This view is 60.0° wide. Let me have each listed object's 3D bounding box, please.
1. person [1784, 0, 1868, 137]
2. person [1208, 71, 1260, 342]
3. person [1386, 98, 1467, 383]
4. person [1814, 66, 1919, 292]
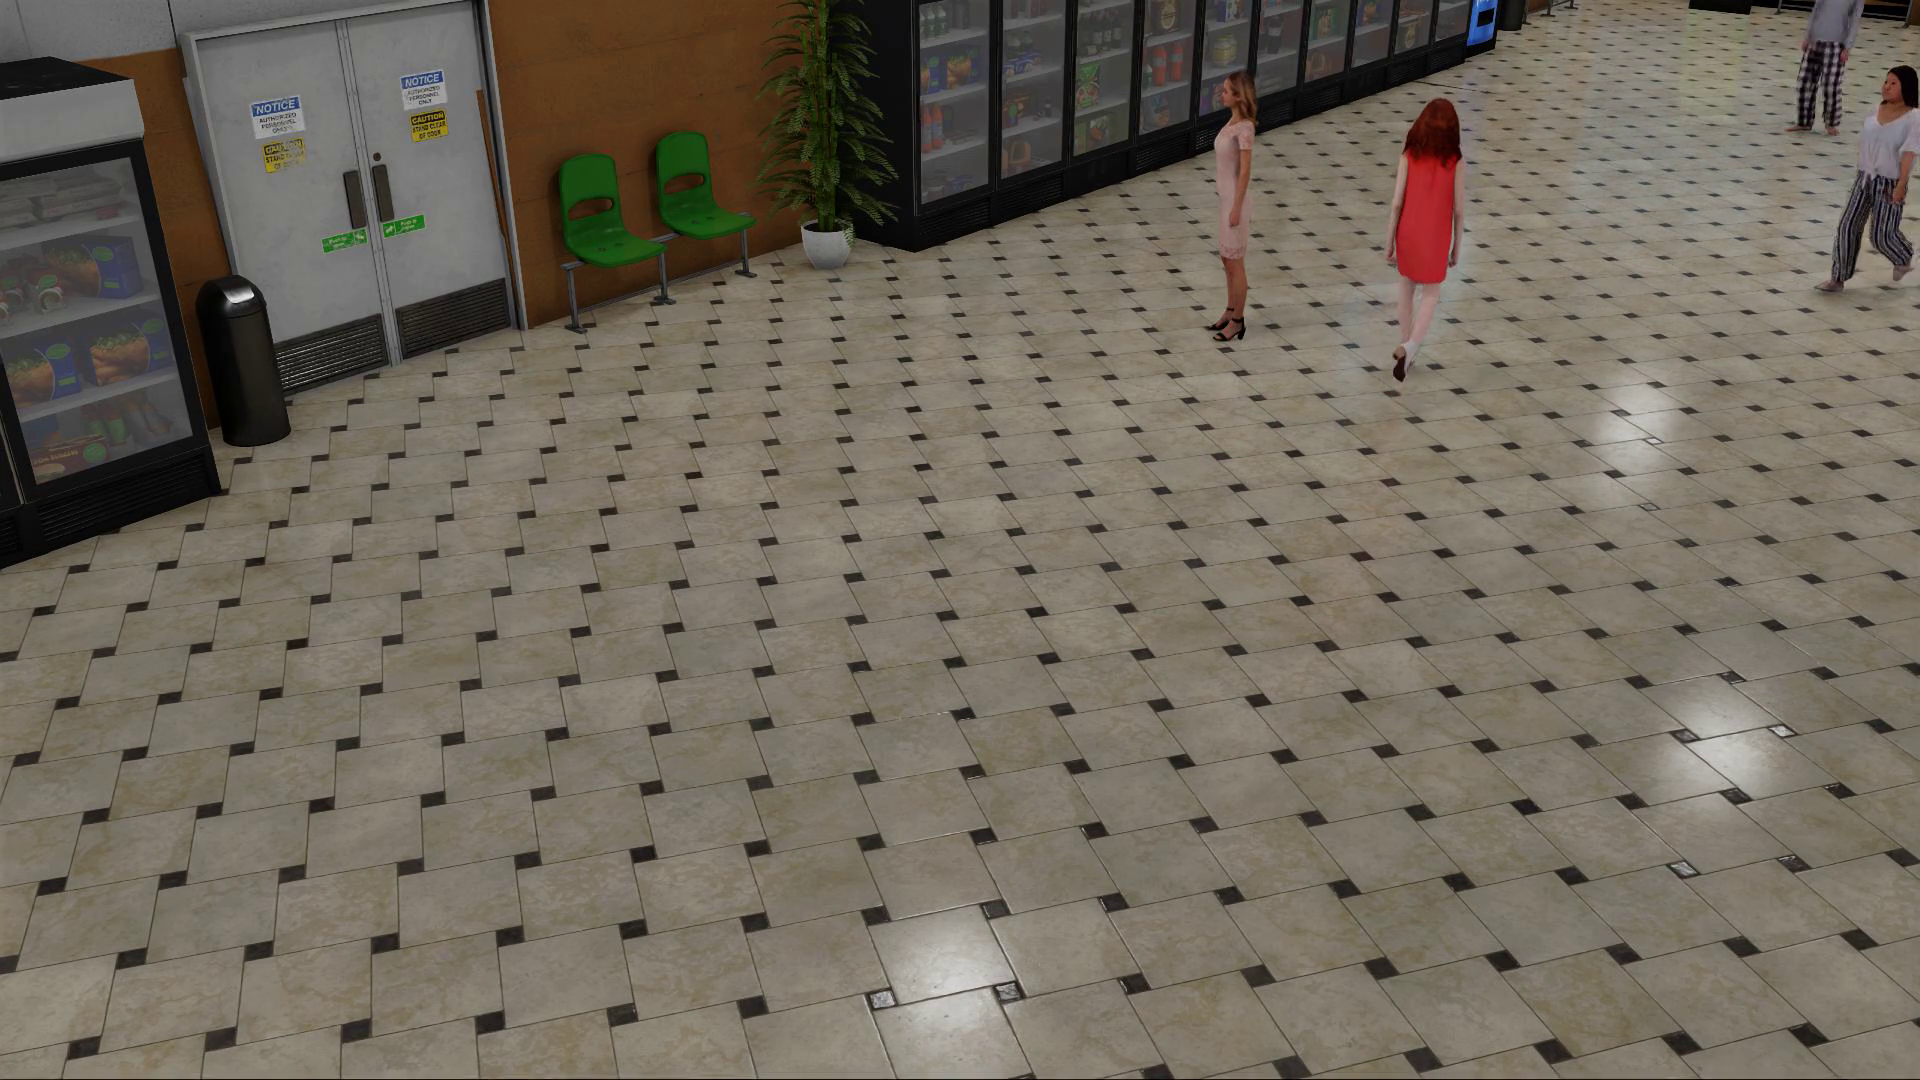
[{"bbox_3d":[8.704,-5.017,16.744,0.821,1.820,0.639,-9,28,-18],"label":"person"},{"bbox_3d":[1.871,-2.250,11.277,0.699,1.829,0.651,-1,27,-1],"label":"person"},{"bbox_3d":[2.891,-1.821,10.459,1.069,1.804,0.880,11,29,20],"label":"person"},{"bbox_3d":[6.810,-2.619,12.195,0.996,1.658,1.060,-12,29,-22],"label":"person"}]
